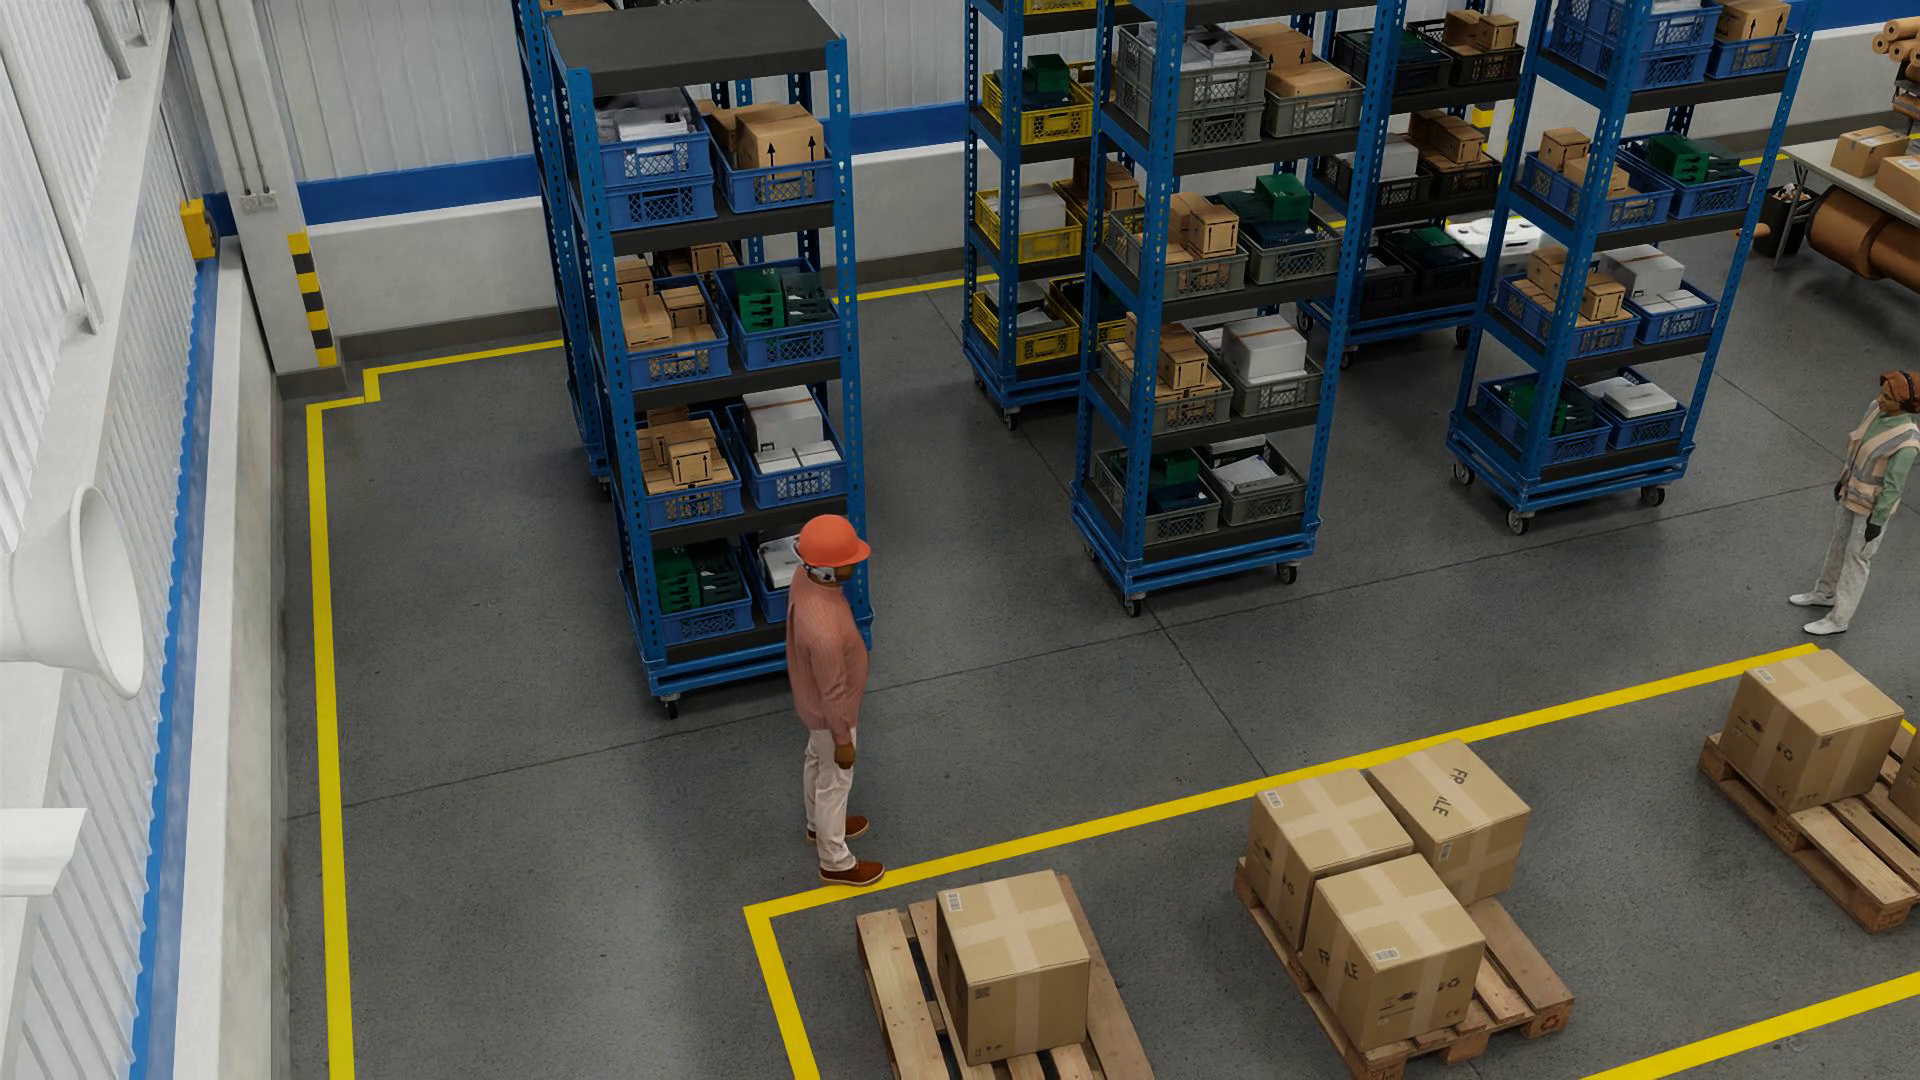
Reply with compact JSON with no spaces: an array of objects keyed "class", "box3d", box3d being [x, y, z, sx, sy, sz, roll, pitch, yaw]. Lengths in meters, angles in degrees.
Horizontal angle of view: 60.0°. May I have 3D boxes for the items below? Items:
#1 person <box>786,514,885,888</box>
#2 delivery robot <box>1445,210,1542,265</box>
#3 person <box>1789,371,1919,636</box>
[{"class":"person","box3d":[-0.572,0.722,7.523,0.386,1.992,0.625,-8,36,-11]},{"class":"delivery robot","box3d":[4.170,-2.348,13.038,0.707,0.478,0.477,-7,36,-10]},{"class":"person","box3d":[4.981,-0.209,9.155,0.313,1.634,0.514,3,35,4]}]
